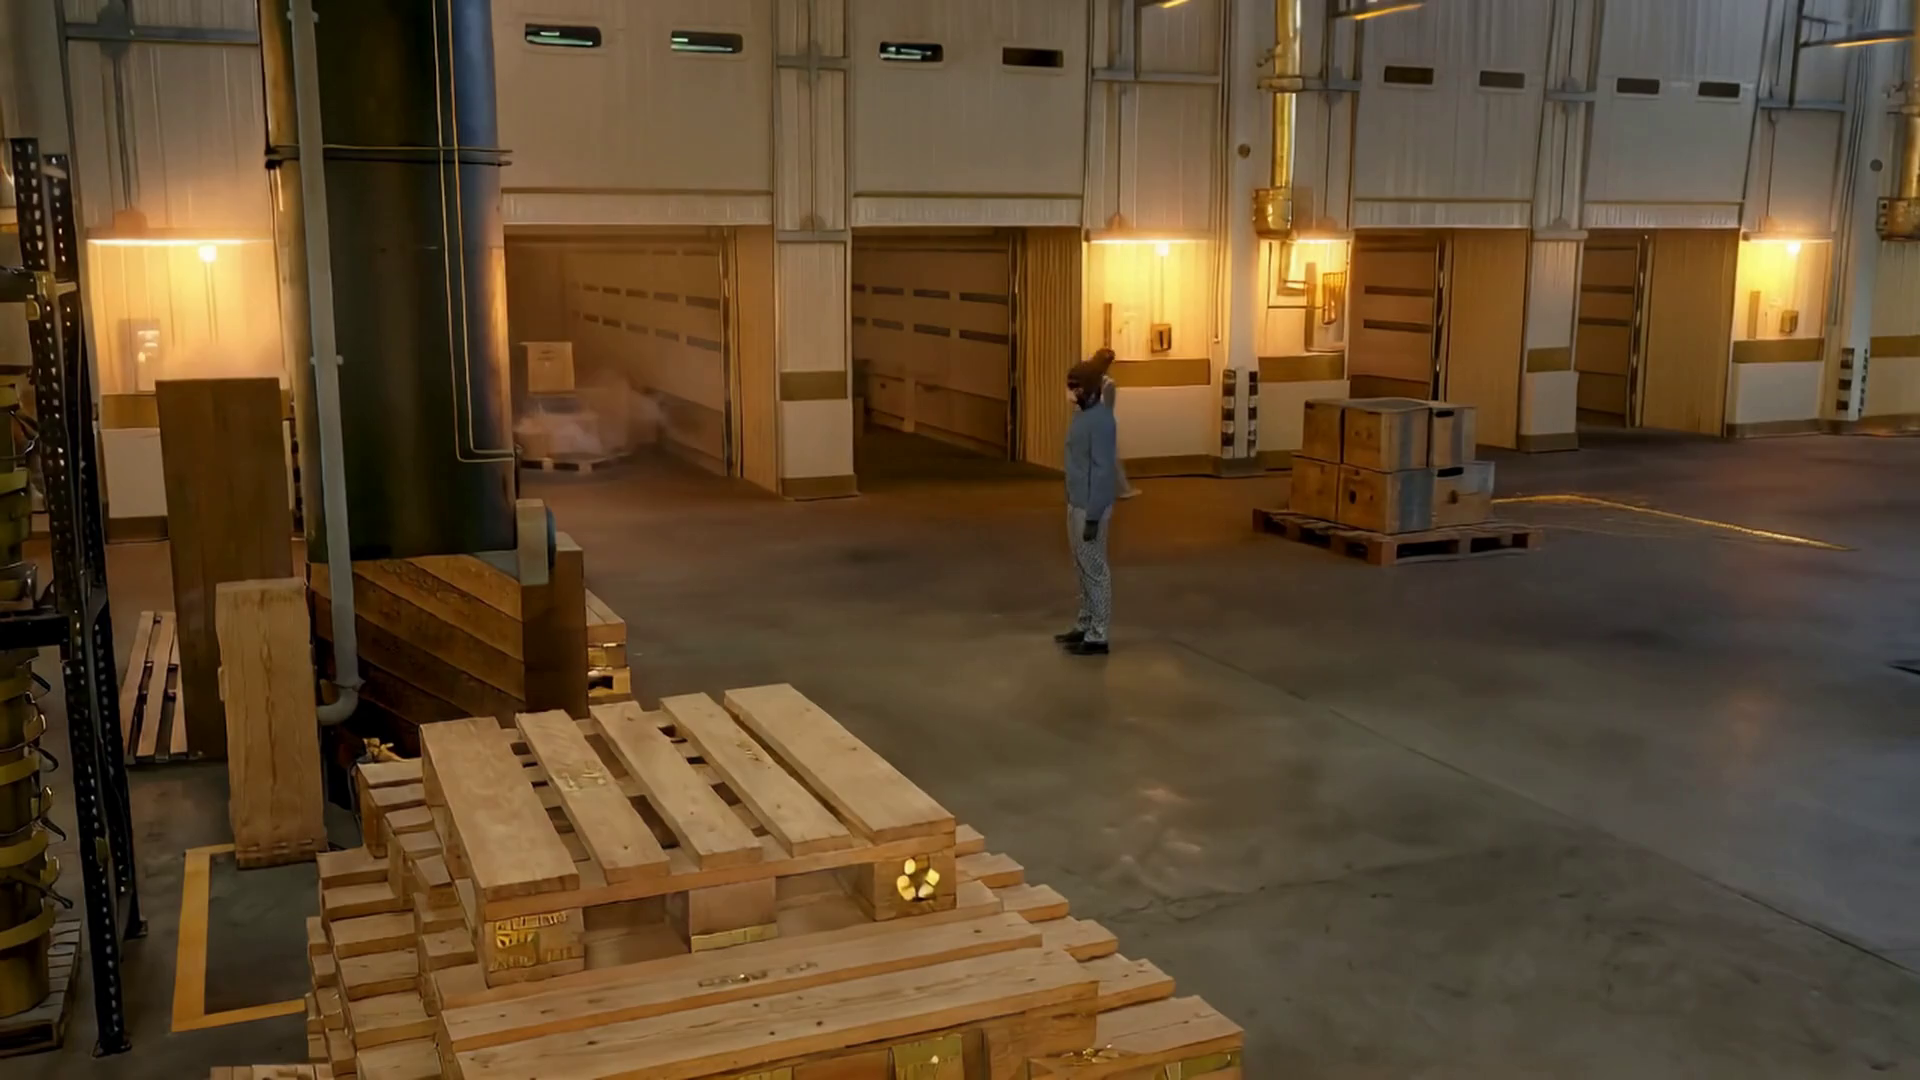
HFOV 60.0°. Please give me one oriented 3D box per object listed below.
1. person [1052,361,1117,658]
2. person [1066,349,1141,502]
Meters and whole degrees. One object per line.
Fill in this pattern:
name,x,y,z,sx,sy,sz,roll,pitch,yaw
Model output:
person,0.832,-0.201,10.899,0.372,1.939,0.631,-1,10,-7
person,1.469,-1.171,17.192,0.881,1.593,0.529,-7,12,-33
